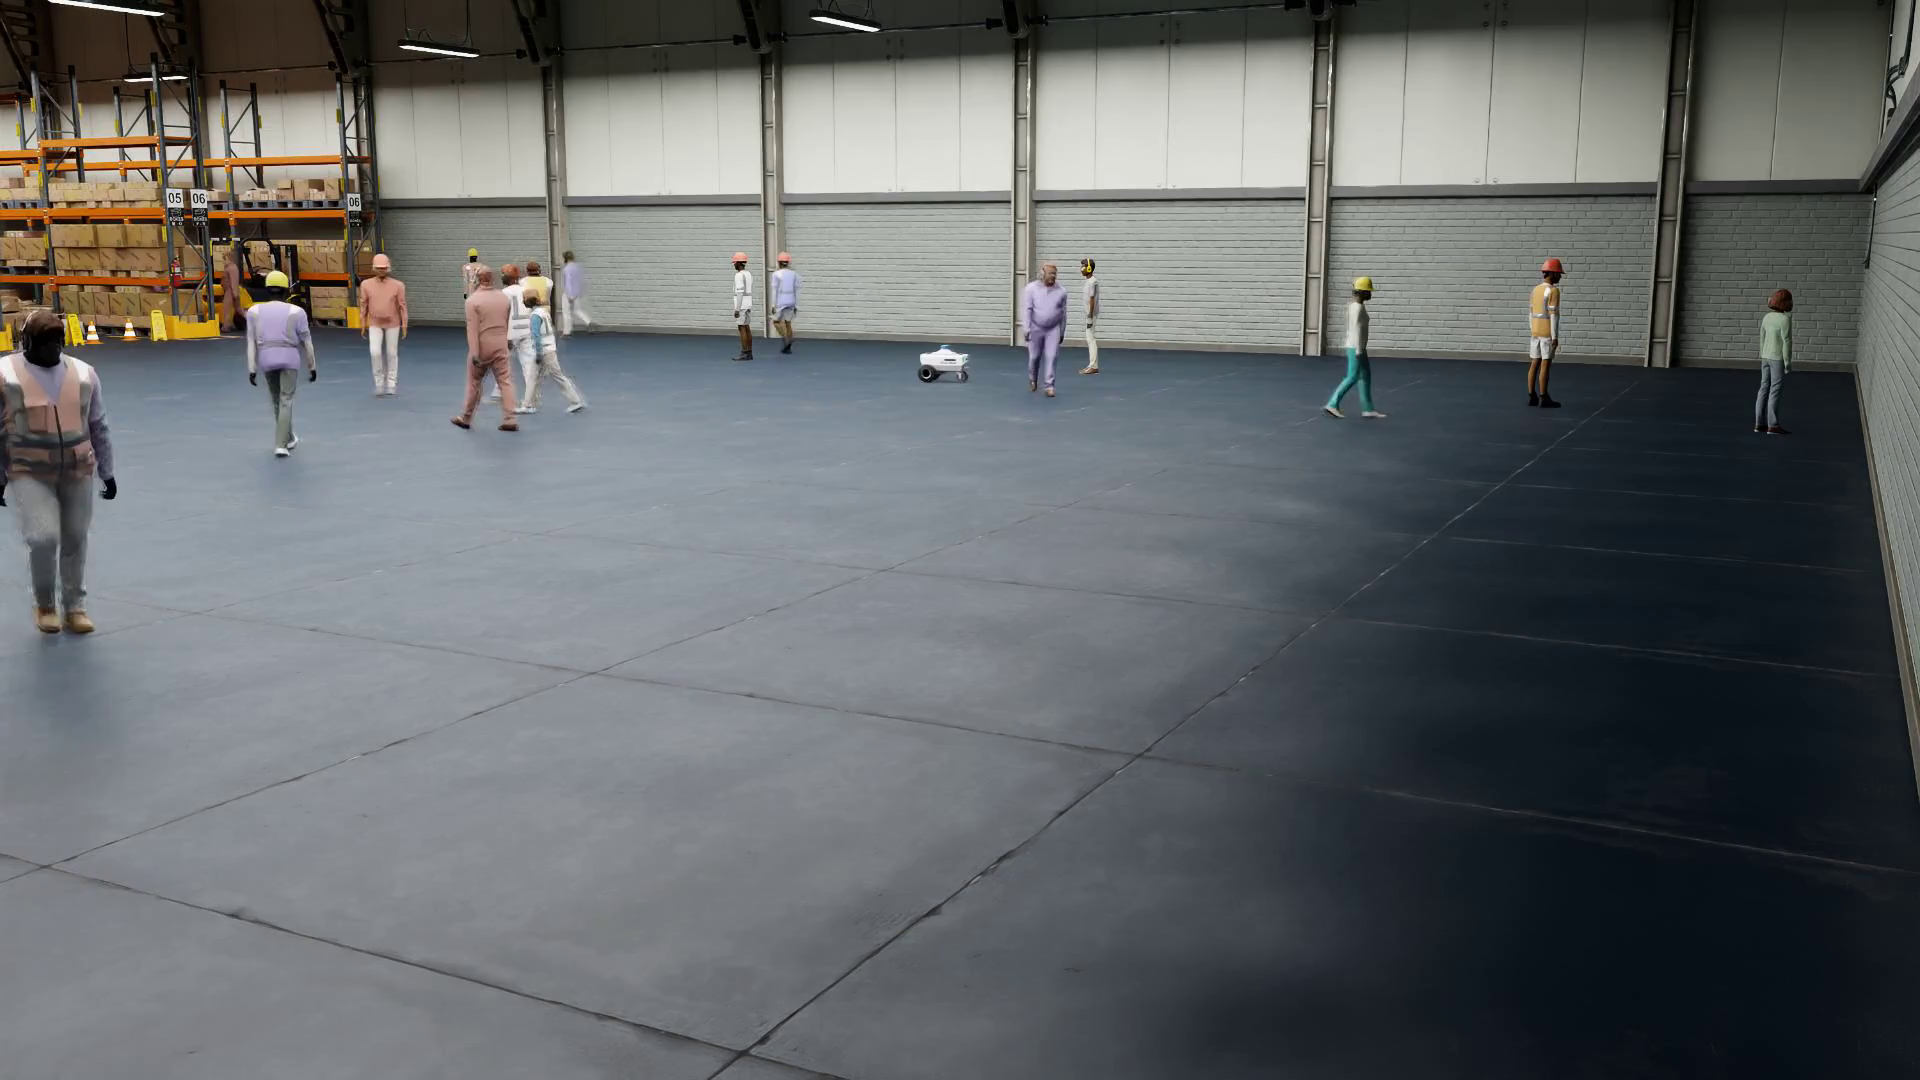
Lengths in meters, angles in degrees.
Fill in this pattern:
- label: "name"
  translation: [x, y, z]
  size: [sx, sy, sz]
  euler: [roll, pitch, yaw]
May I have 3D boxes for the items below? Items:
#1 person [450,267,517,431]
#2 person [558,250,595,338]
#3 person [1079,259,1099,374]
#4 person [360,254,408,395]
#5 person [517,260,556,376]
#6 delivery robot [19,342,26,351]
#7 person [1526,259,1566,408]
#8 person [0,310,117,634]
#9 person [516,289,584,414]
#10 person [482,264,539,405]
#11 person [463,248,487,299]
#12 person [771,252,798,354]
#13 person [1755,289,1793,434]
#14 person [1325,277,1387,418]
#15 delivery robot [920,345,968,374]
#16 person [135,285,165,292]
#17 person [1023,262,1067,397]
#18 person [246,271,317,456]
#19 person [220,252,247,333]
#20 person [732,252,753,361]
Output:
- label: "person"
  translation: [-5.489, -2.197, 19.172]
  size: [0.962, 1.868, 0.639]
  euler: [8, 13, 37]
- label: "person"
  translation: [-8.437, -5.371, 36.381]
  size: [0.744, 1.917, 0.638]
  euler: [2, 11, 12]
- label: "person"
  translation: [2.102, -3.620, 26.985]
  size: [0.311, 1.863, 0.509]
  euler: [0, 10, -2]
- label: "person"
  translation: [-8.058, -2.998, 23.264]
  size: [0.653, 1.970, 0.705]
  euler: [-3, 11, -14]
- label: "person"
  translation: [-6.753, -3.521, 26.492]
  size: [0.633, 1.839, 0.429]
  euler: [-7, 12, -33]
- label: "delivery robot"
  translation: [-15.751, -3.282, 28.438]
  size: [0.707, 0.478, 0.477]
  euler: [6, 12, 29]
- label: "person"
  translation: [7.669, -2.700, 21.756]
  size: [0.375, 1.934, 0.547]
  euler: [-2, 11, -13]
- label: "person"
  translation: [-5.065, -0.365, 9.303]
  size: [0.455, 1.826, 0.648]
  euler: [9, 14, 41]
- label: "person"
  translation: [-5.194, -2.374, 20.955]
  size: [0.871, 1.579, 0.510]
  euler: [-3, 11, -17]
- label: "person"
  translation: [-5.998, -2.711, 22.035]
  size: [0.875, 1.848, 0.604]
  euler: [3, 11, 16]
- label: "person"
  translation: [-11.316, -5.829, 38.830]
  size: [0.587, 1.930, 0.363]
  euler: [-9, 14, -40]
- label: "person"
  translation: [-3.318, -4.475, 31.448]
  size: [0.570, 1.924, 0.421]
  euler: [-7, 13, -34]
- label: "person"
  translation: [9.263, -2.021, 18.872]
  size: [0.281, 1.634, 0.498]
  euler: [-1, 10, -7]
- label: "person"
  translation: [4.871, -2.353, 20.392]
  size: [0.725, 1.743, 0.539]
  euler: [3, 11, 16]
- label: "delivery robot"
  translation: [-0.242, -2.746, 25.516]
  size: [0.707, 0.478, 0.477]
  euler: [2, 11, 10]
- label: "person"
  translation: [-18.861, -5.828, 38.619]
  size: [1.011, 1.993, 0.636]
  euler: [6, 12, 28]
- label: "person"
  translation: [1.185, -2.967, 23.380]
  size: [0.647, 1.874, 0.813]
  euler: [-1, 10, -6]
- label: "person"
  translation: [-6.960, -1.813, 17.083]
  size: [0.609, 1.874, 0.992]
  euler: [-1, 10, -6]
- label: "person"
  translation: [-16.740, -5.710, 38.376]
  size: [0.890, 1.868, 0.641]
  euler: [-3, 11, -15]
- label: "person"
  translation: [-3.930, -4.192, 29.882]
  size: [0.359, 1.936, 0.552]
  euler: [3, 11, 14]
